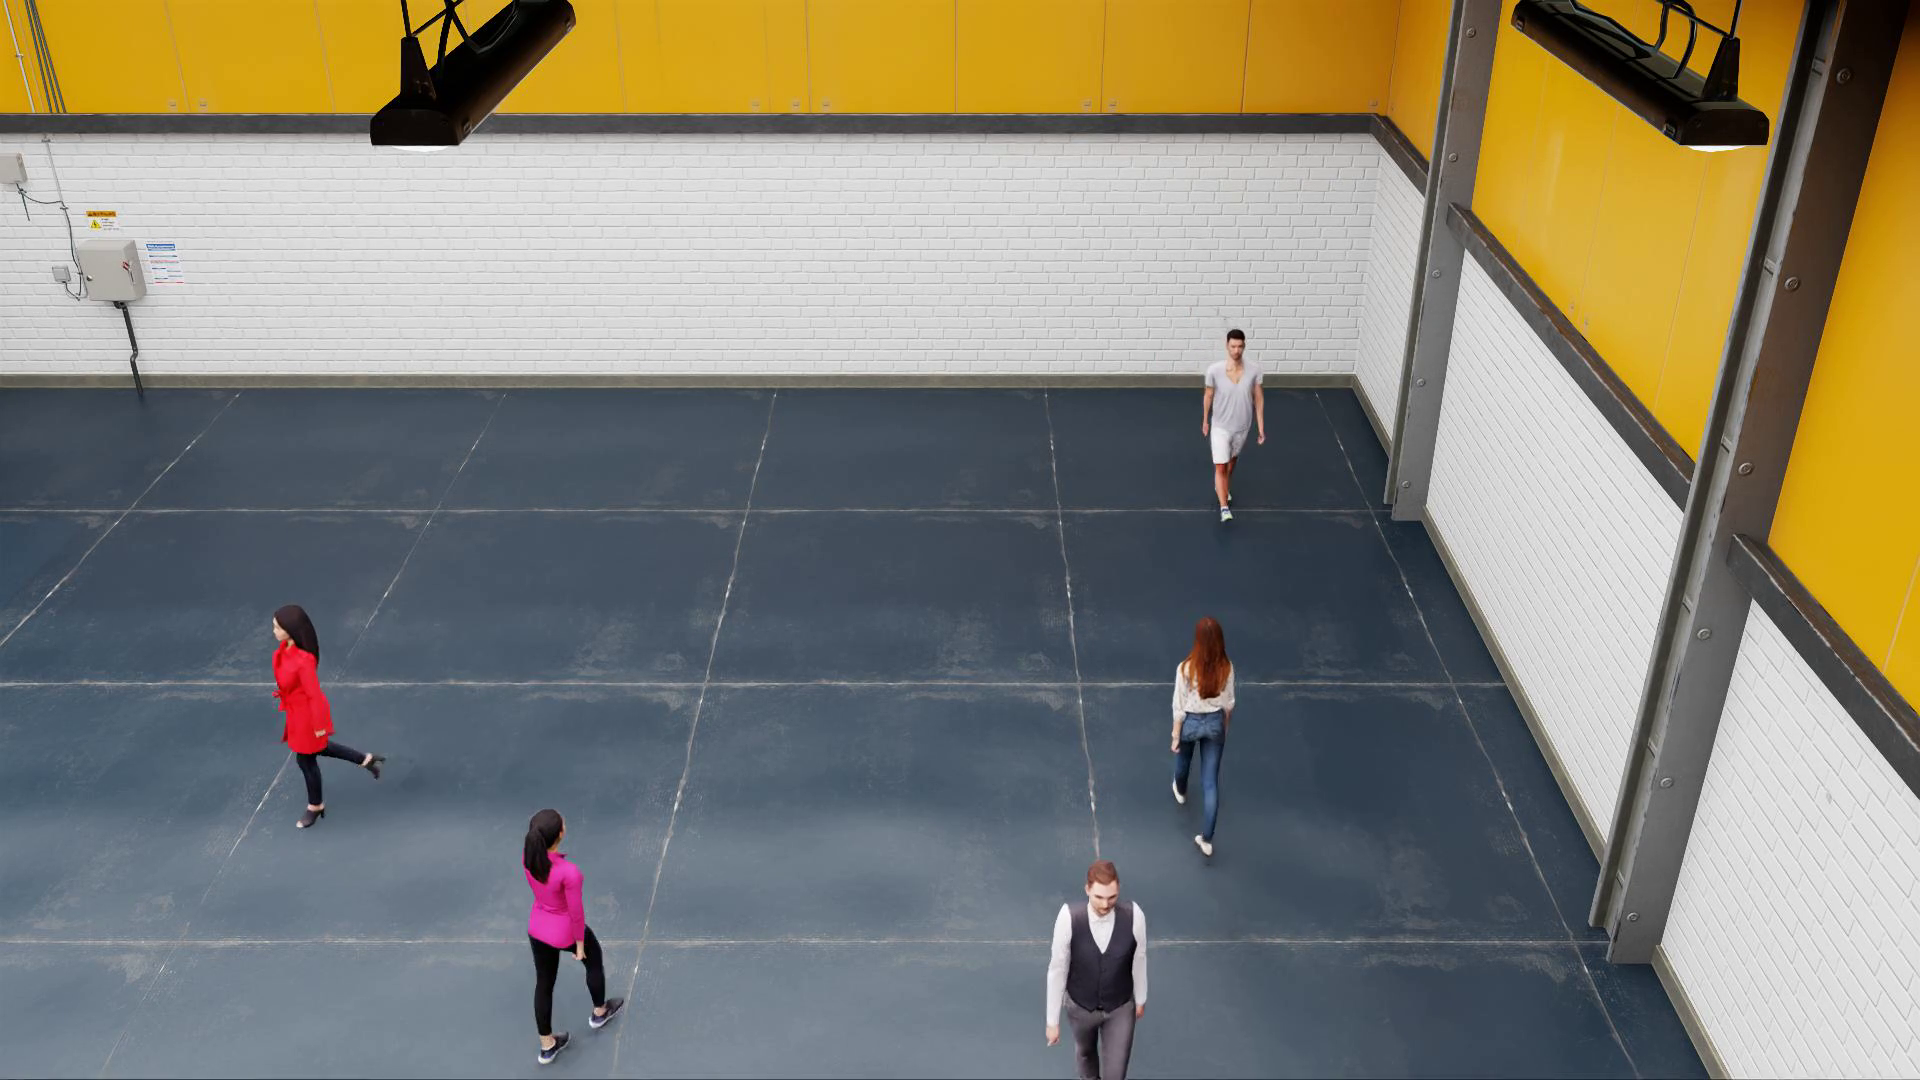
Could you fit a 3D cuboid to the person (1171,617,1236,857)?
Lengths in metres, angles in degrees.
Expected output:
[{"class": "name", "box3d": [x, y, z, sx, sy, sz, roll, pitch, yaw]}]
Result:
[{"class": "person", "box3d": [1.656, 1.338, 11.253, 0.619, 1.685, 1.116, -2, 29, -3]}]

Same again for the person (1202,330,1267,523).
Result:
[{"class": "person", "box3d": [2.539, -1.130, 15.652, 0.760, 1.805, 1.172, -2, 29, -4]}]

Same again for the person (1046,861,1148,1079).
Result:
[{"class": "person", "box3d": [0.748, 2.430, 9.009, 0.713, 1.916, 1.008, 1, 29, 2]}]

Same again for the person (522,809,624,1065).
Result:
[{"class": "person", "box3d": [-2.353, 2.298, 9.499, 0.785, 1.679, 0.936, 11, 30, 19]}]

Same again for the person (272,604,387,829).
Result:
[{"class": "person", "box3d": [-4.423, 1.187, 11.481, 0.959, 1.732, 0.963, -18, 34, -30]}]
